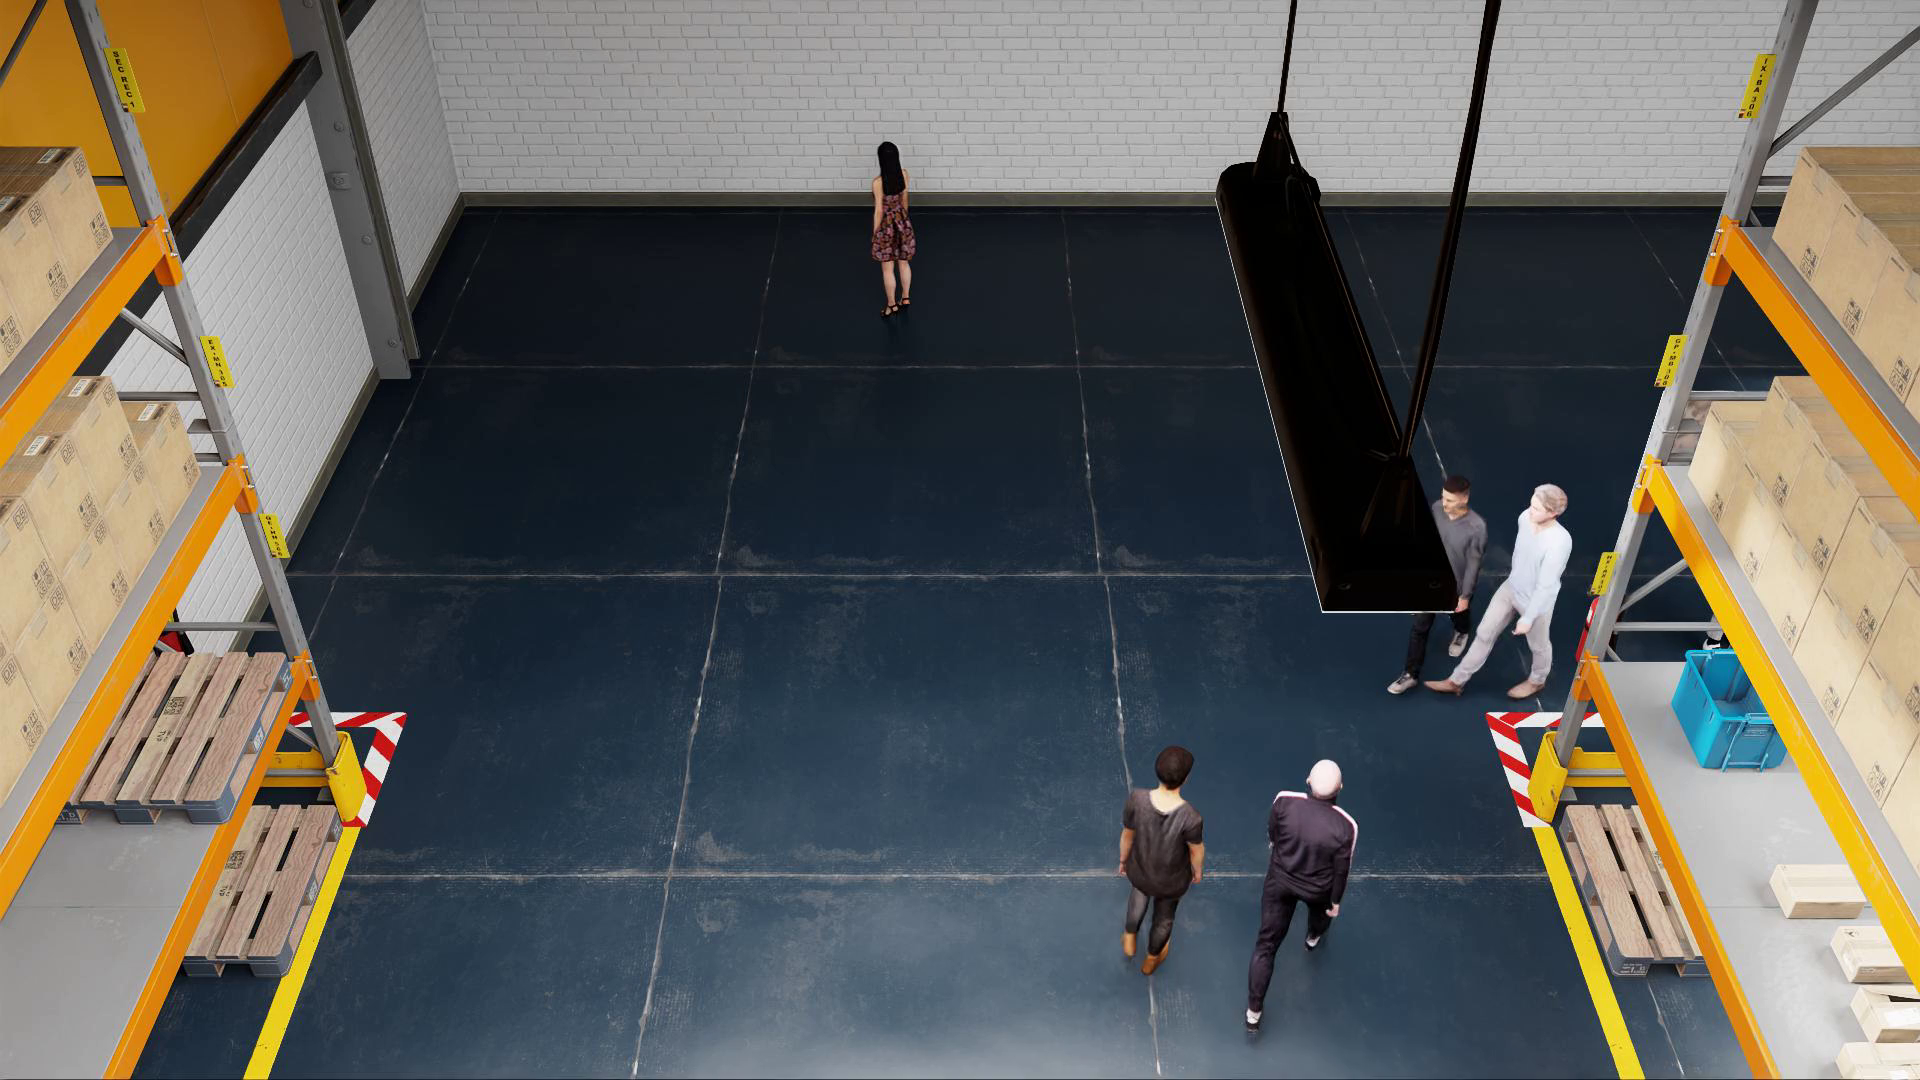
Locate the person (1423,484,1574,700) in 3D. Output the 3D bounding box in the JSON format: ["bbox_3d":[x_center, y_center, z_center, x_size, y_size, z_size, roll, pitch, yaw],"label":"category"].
[{"bbox_3d":[3.961,0.391,11.354,0.985,1.849,1.165,-12,40,-15],"label":"person"}]

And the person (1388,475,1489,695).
[{"bbox_3d":[3.471,0.243,11.632,1.148,1.733,1.223,28,46,30],"label":"person"}]

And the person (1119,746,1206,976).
[{"bbox_3d":[1.120,1.915,9.561,0.714,1.705,0.726,20,43,24],"label":"person"}]

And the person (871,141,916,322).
[{"bbox_3d":[-0.648,-2.886,15.517,0.805,1.773,0.862,-30,47,-32],"label":"person"}]

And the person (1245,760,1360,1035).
[{"bbox_3d":[1.881,2.018,9.365,0.988,1.788,1.347,15,41,18],"label":"person"}]
